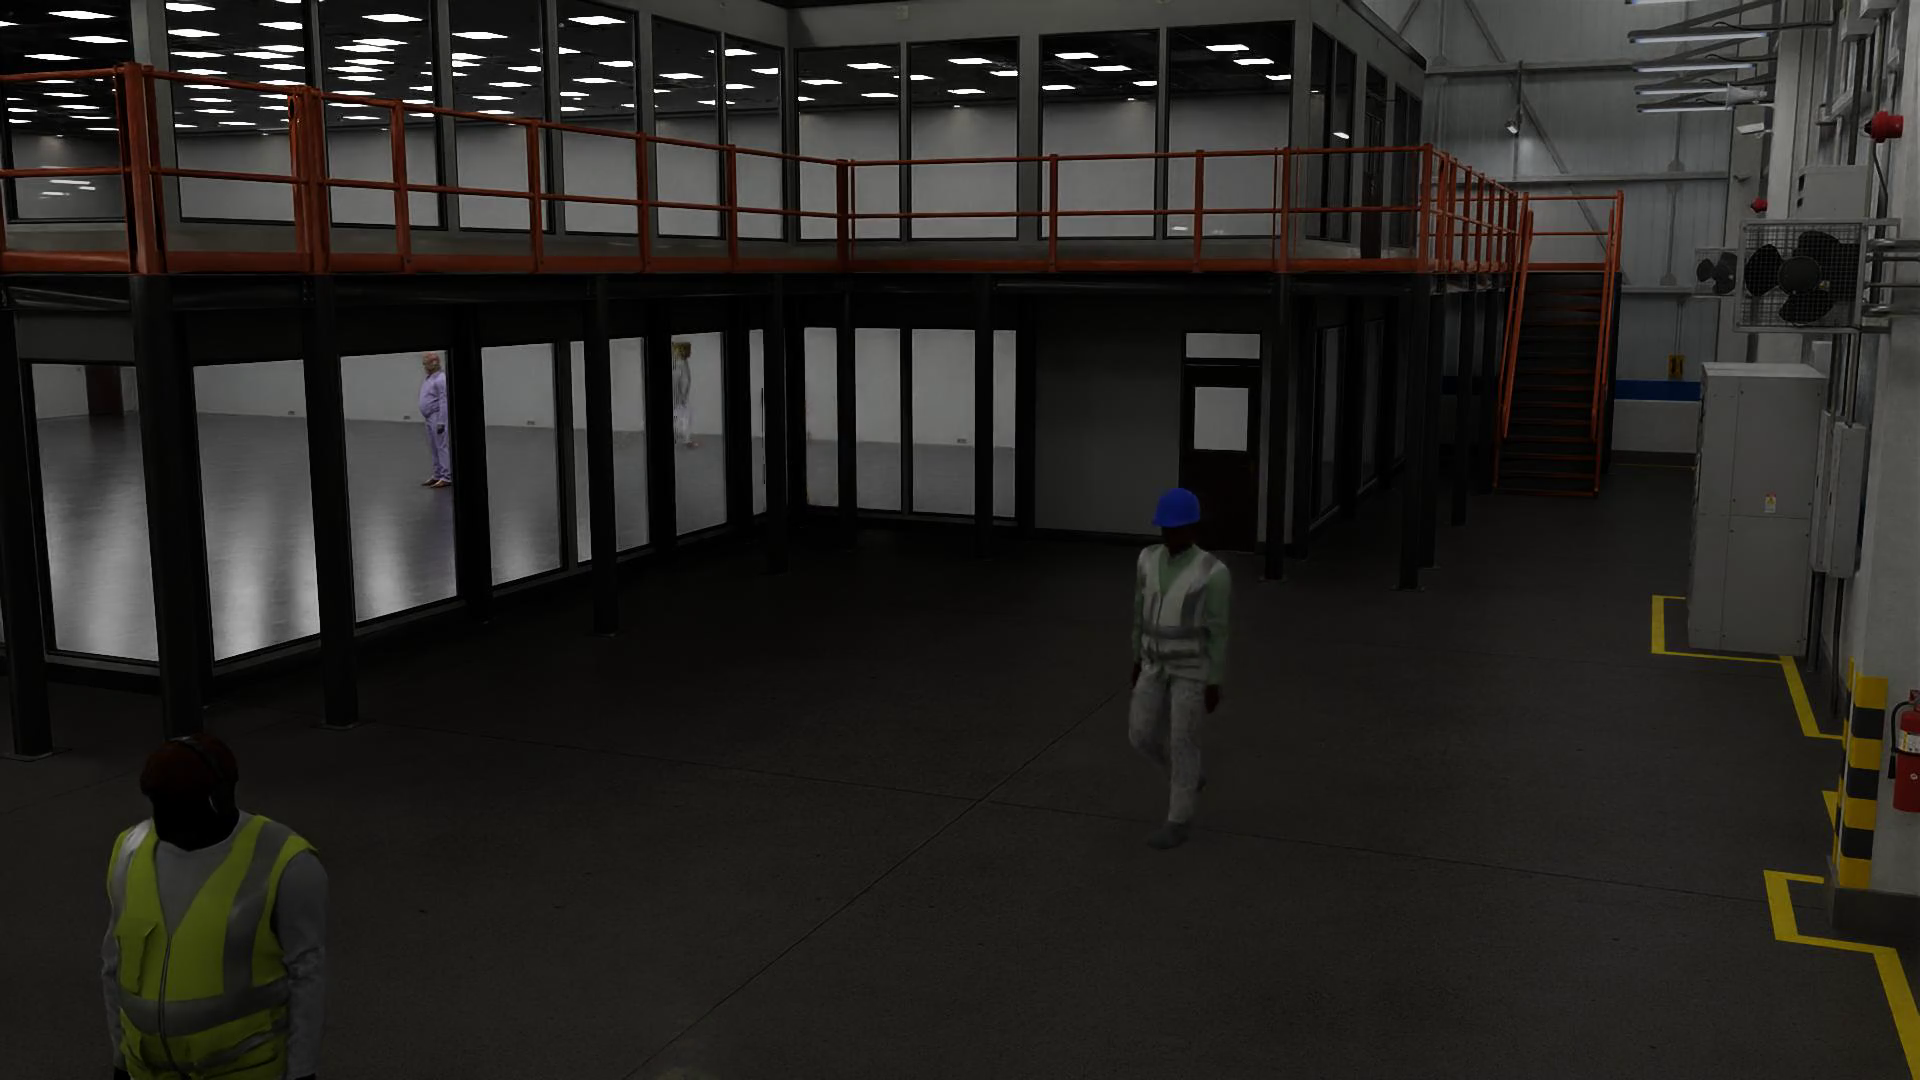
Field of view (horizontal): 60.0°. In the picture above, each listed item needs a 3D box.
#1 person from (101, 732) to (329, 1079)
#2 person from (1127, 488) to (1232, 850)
[{"bbox_3d":[-2.037,1.419,4.535,0.621,1.837,0.429,1,9,6],"label":"person"},{"bbox_3d":[1.169,0.671,8.835,0.487,1.931,0.640,-8,12,-42],"label":"person"}]
